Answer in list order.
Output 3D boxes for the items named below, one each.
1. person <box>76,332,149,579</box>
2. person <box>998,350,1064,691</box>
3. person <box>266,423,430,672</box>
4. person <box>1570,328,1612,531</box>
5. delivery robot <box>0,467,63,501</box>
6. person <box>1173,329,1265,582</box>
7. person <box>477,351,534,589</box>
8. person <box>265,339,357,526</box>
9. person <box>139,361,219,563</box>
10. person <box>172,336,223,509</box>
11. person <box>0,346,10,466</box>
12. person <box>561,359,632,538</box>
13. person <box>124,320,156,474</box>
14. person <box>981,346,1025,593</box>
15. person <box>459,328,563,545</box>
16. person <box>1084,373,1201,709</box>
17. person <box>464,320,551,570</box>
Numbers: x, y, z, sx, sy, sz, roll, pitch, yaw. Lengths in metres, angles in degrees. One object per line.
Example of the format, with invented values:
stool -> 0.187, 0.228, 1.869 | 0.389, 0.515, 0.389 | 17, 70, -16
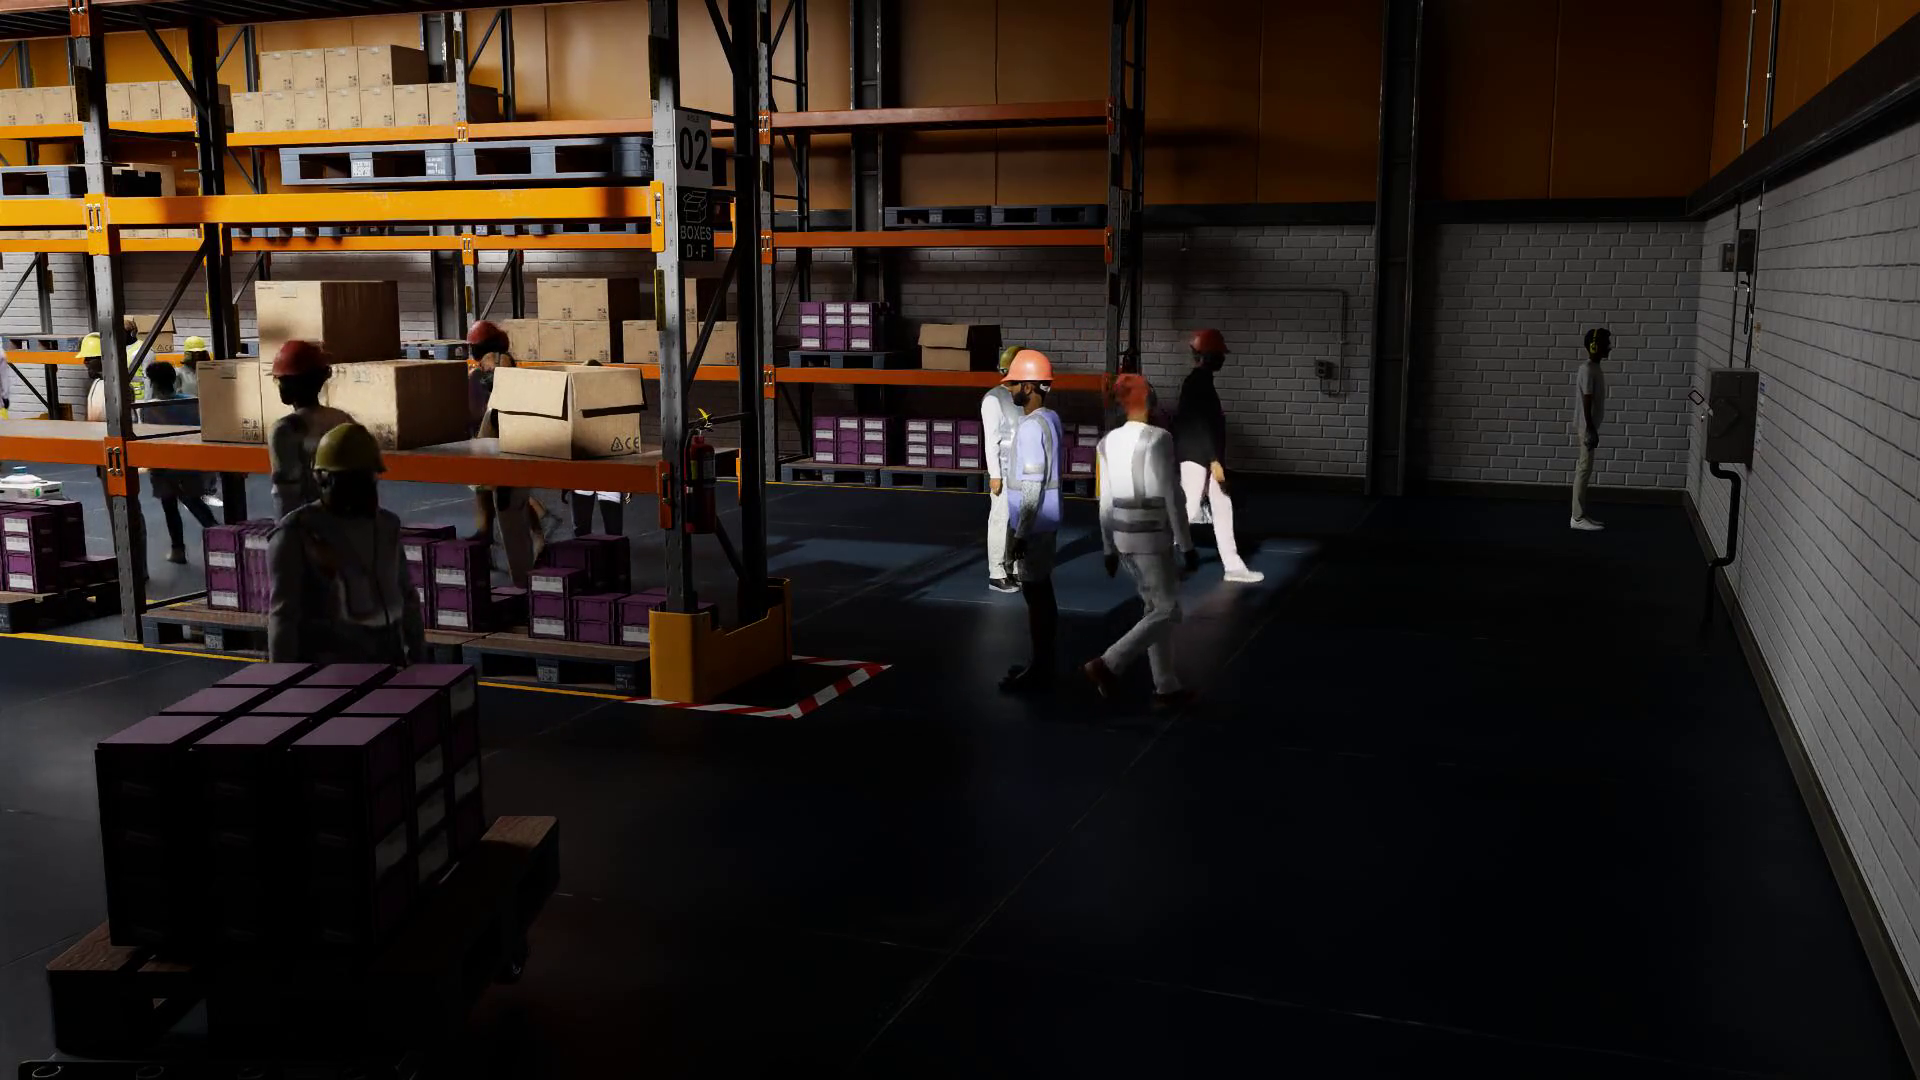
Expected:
person -> -6.493, -0.626, 12.757 | 0.589, 1.924, 0.383 | 8, 12, 42
person -> 0.402, -0.107, 9.452 | 0.357, 1.938, 0.543 | 2, 9, 14
person -> -2.179, 0.476, 6.169 | 0.641, 1.810, 0.627 | 4, 10, 23
person -> 5.870, -1.027, 15.446 | 0.328, 1.872, 0.515 | 4, 10, 22
delivery robot -> -8.794, -0.440, 15.581 | 0.707, 0.478, 0.477 | 3, 9, 15
person -> 1.858, -0.631, 12.692 | 0.885, 1.960, 0.614 | 3, 10, 19
person -> -3.147, -0.387, 11.556 | 0.430, 1.836, 0.620 | -2, 9, -12
person -> -3.248, -0.008, 8.527 | 0.579, 2.032, 0.607 | 3, 10, 20
person -> -6.296, -0.615, 13.461 | 0.615, 1.665, 0.568 | 7, 12, 39
person -> -7.706, -1.188, 16.850 | 0.302, 1.745, 0.483 | 8, 12, 40
person -> -11.846, -1.746, 20.120 | 0.628, 1.822, 0.670 | -7, 11, -36
person -> -2.579, -0.393, 11.779 | 0.527, 1.772, 0.305 | -1, 9, -8
person -> -9.852, -1.700, 19.799 | 0.625, 1.837, 0.428 | 4, 10, 23
person -> 0.408, -0.535, 12.464 | 0.403, 1.835, 0.588 | 6, 11, 34
person -> -3.919, -0.884, 14.416 | 0.870, 1.914, 0.544 | -1, 9, -6
person -> 0.967, 0.024, 8.967 | 0.679, 1.837, 0.615 | -4, 10, -25
person -> -3.598, -0.722, 13.095 | 0.927, 2.014, 0.608 | 9, 13, 44
